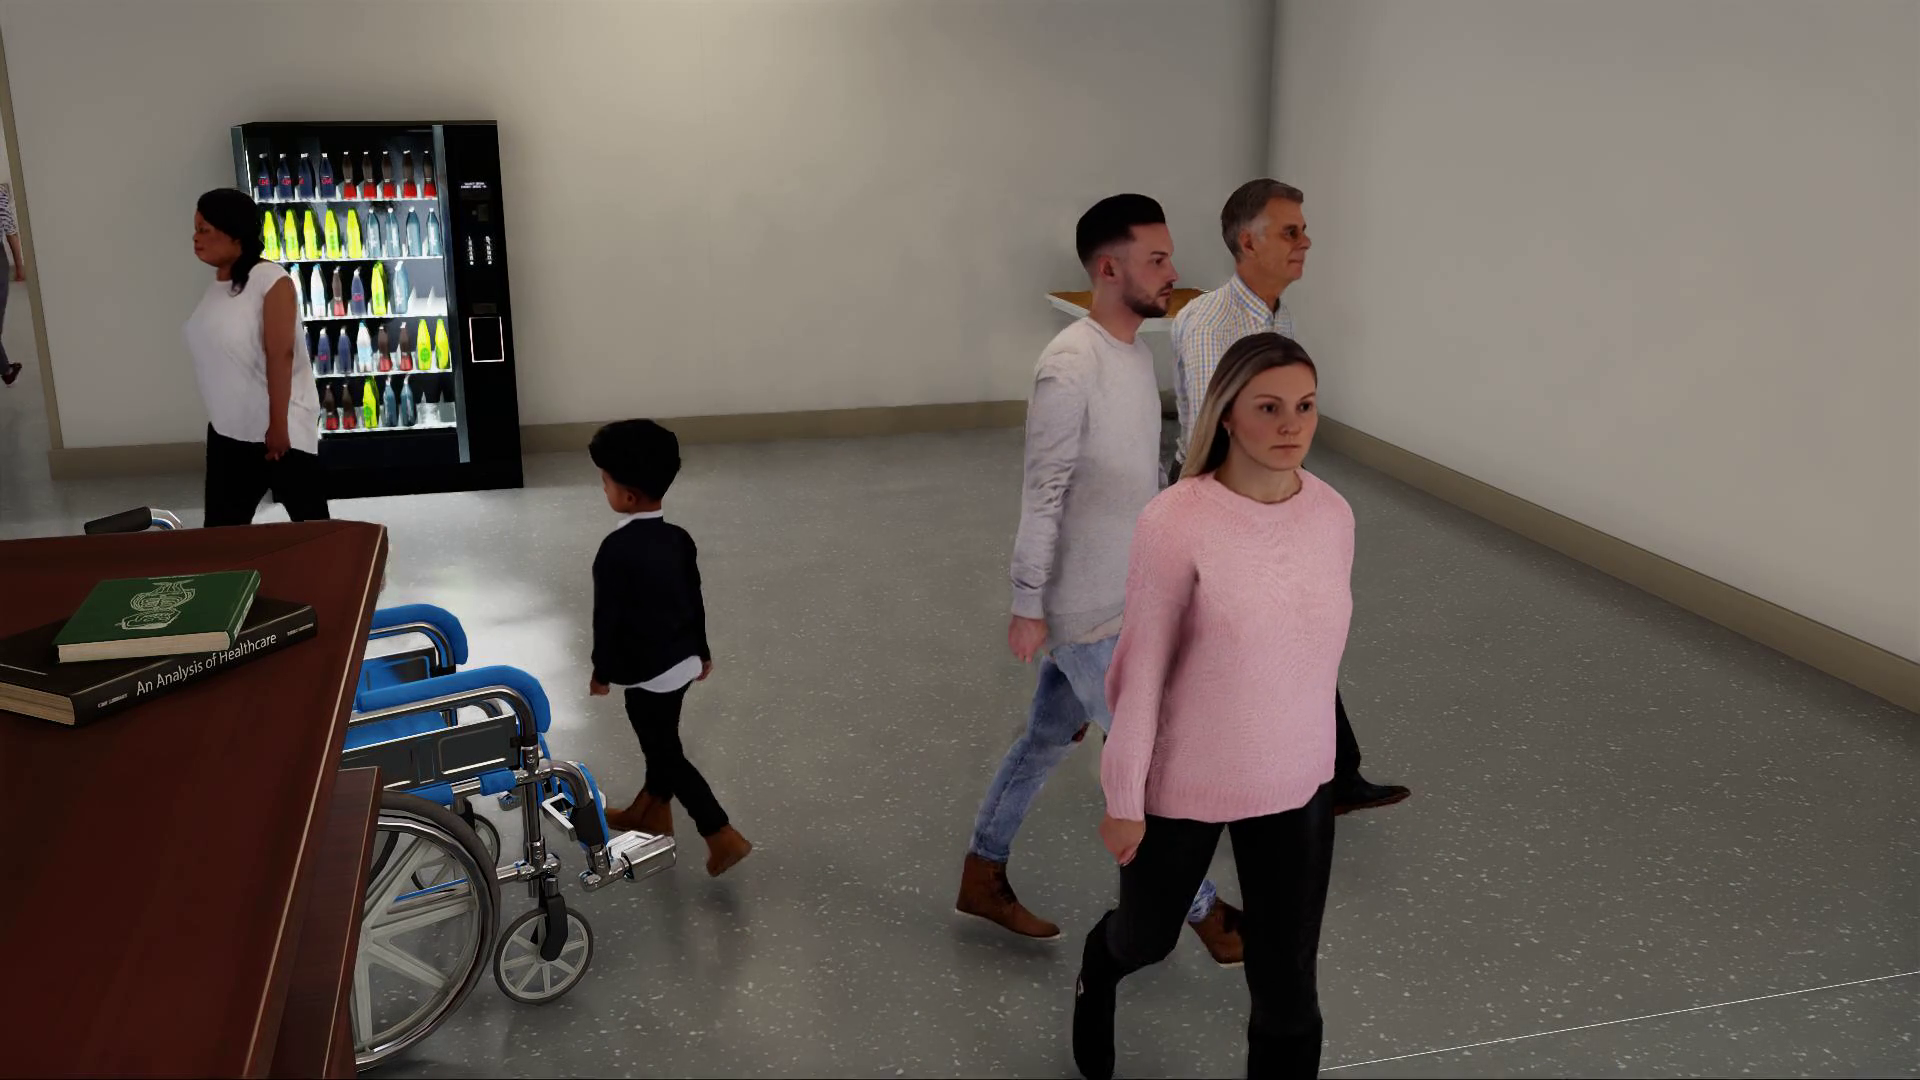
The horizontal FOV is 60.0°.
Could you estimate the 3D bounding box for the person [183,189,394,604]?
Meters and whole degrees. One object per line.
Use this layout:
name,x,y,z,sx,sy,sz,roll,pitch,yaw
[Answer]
person,-2.532,-0.437,6.154,1.019,1.660,1.122,12,20,36

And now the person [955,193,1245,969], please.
person,0.217,0.132,3.887,1.245,1.795,1.123,7,17,24

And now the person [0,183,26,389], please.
person,-6.151,-1.650,10.394,1.047,1.694,0.766,-2,16,-9

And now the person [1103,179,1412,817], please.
person,0.677,-0.078,4.690,1.217,1.764,1.119,-15,22,-43

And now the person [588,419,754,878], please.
person,-0.755,0.301,4.301,0.873,1.207,0.785,9,18,28

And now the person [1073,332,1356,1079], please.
person,0.445,0.440,3.077,1.076,1.643,0.674,-4,16,-15
